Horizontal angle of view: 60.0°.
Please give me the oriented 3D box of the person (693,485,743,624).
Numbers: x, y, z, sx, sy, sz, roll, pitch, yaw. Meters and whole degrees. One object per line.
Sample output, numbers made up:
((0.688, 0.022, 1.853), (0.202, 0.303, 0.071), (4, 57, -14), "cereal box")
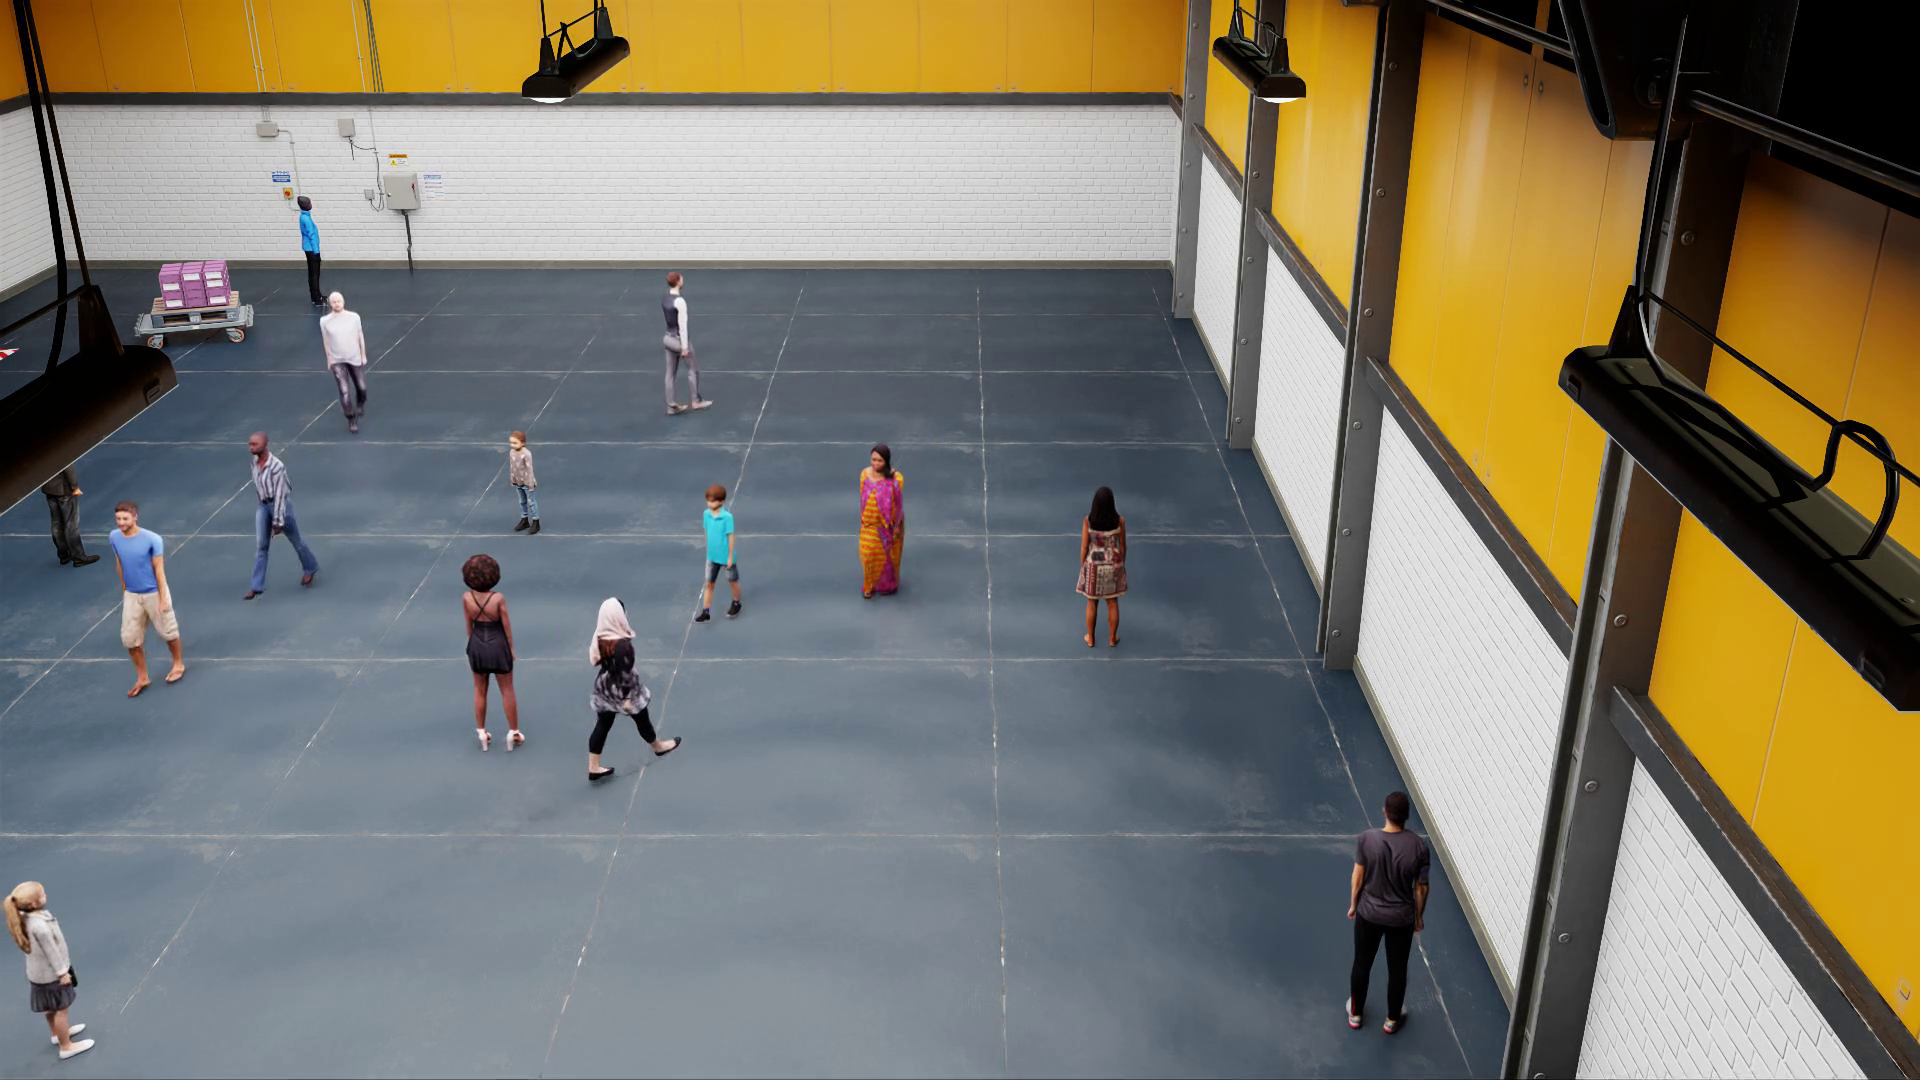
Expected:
((-2.334, 0.112, 16.574), (0.750, 1.422, 0.945), (9, 25, 20), "person")

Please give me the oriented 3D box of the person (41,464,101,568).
((-9.609, -0.590, 17.704), (0.749, 1.804, 0.697), (10, 26, 22), "person")

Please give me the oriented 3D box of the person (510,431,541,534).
((-4.887, -0.671, 18.651), (0.542, 1.193, 0.569), (12, 26, 26), "person")

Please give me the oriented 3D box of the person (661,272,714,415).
((-3.842, -2.609, 22.179), (1.038, 1.919, 0.985), (-20, 31, -38), "person")

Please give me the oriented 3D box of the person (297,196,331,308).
((-10.615, -4.731, 27.189), (0.758, 1.794, 0.660), (-15, 28, -30), "person")

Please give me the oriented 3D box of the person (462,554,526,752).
((-4.004, 0.970, 14.163), (0.545, 1.782, 0.551), (0, 24, 1), "person")

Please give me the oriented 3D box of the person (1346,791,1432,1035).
((2.772, 2.429, 10.850), (0.702, 1.763, 0.643), (7, 25, 17), "person")

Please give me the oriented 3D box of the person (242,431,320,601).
((-6.931, -0.275, 17.060), (0.956, 1.743, 1.260), (10, 25, 21), "person")

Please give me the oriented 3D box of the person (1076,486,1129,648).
((1.370, 0.255, 15.970), (0.646, 1.645, 0.514), (1, 24, 1), "person")

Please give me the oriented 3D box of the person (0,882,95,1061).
((-5.886, 2.754, 10.712), (0.610, 1.276, 0.670), (22, 32, 40), "person")

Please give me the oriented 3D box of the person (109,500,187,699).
((-7.429, 0.452, 15.277), (0.649, 1.839, 0.876), (1, 24, 2), "person")

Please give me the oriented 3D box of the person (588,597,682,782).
((-2.902, 1.261, 13.737), (1.124, 1.589, 1.109), (-19, 30, -36), "person")

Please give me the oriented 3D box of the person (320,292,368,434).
((-8.023, -2.354, 21.725), (0.890, 1.815, 1.070), (-10, 25, -21), "person")

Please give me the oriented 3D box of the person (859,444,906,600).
((-0.764, -0.225, 17.060), (0.738, 1.651, 0.836), (6, 24, 13), "person")
